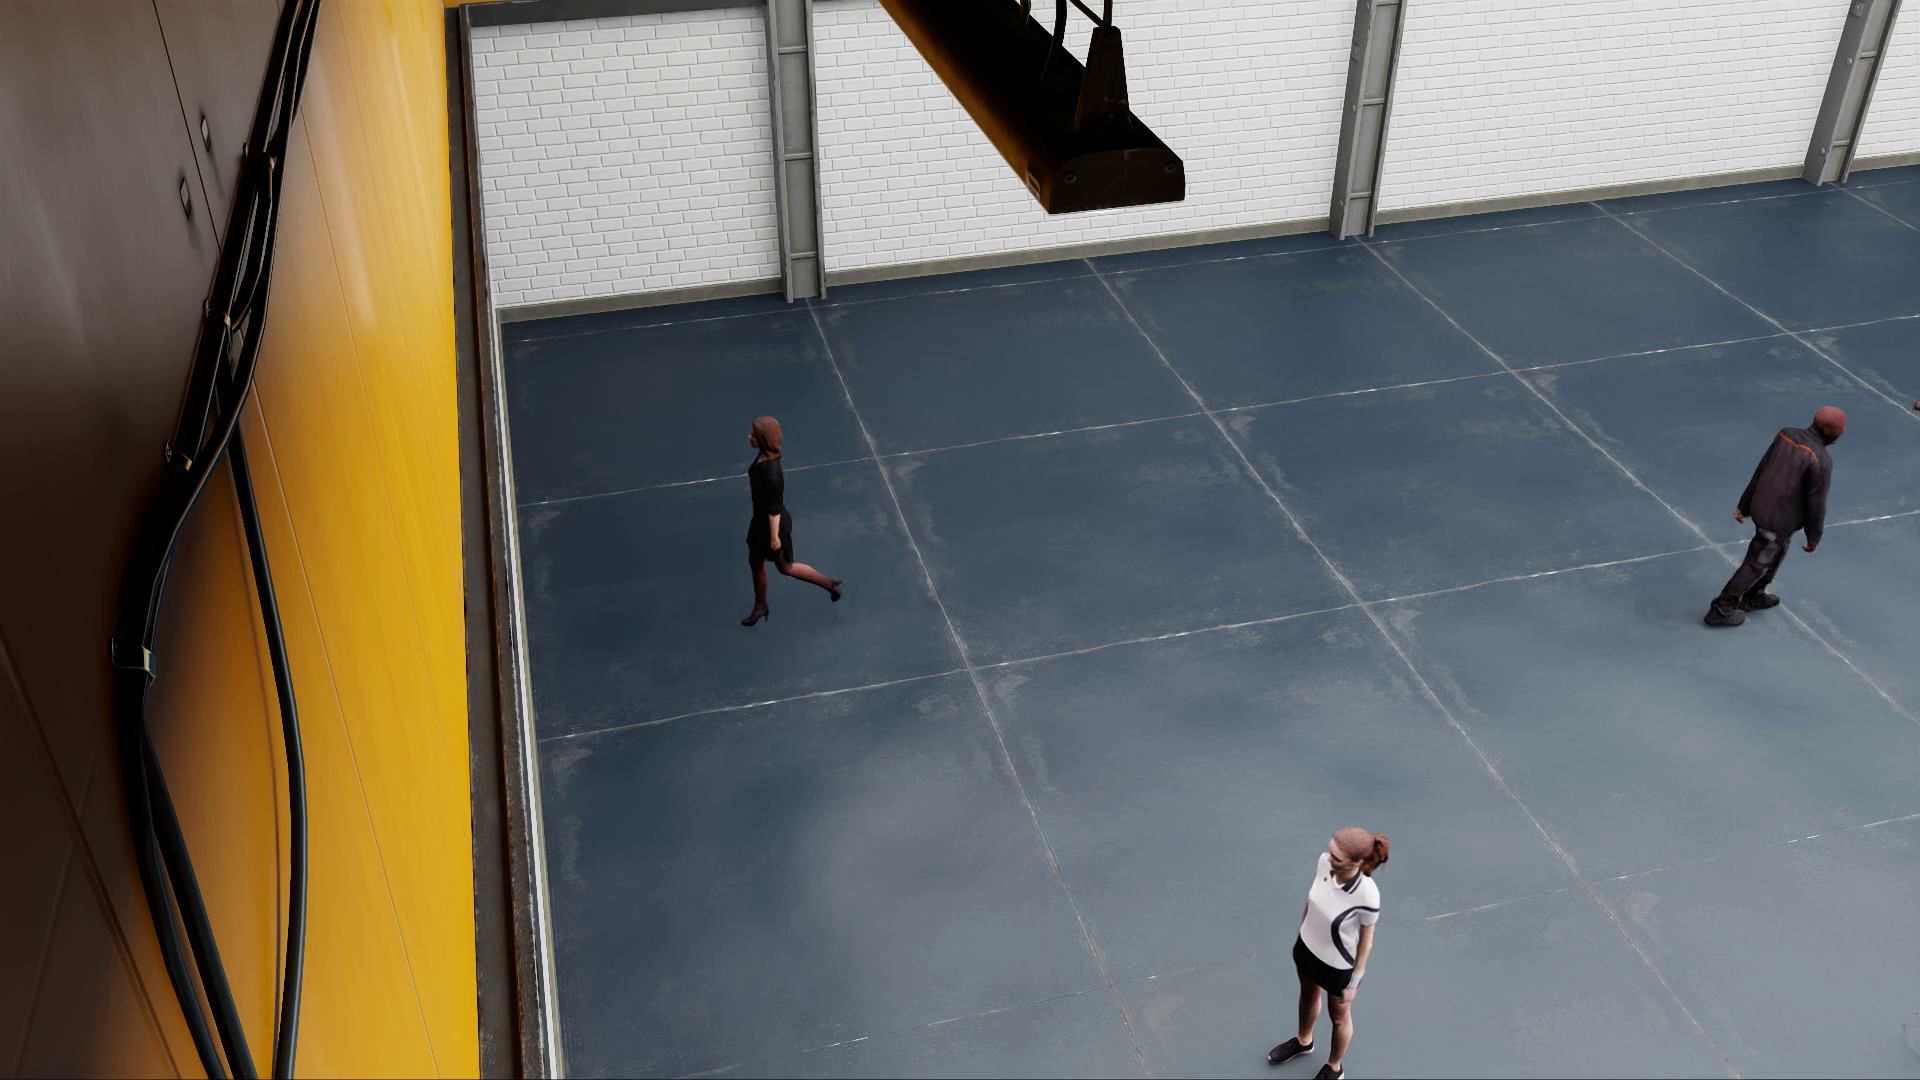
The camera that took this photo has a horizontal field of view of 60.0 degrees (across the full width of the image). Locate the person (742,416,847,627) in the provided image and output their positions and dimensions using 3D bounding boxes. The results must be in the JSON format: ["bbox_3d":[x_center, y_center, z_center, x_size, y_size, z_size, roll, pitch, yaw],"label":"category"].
[{"bbox_3d":[-1.228,-0.110,11.644,0.978,1.683,0.582,-8,34,-12],"label":"person"}]

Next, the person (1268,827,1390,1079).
[{"bbox_3d":[1.858,2.070,8.301,0.632,1.752,0.629,-20,38,-27],"label":"person"}]

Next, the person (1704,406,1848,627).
[{"bbox_3d":[5.618,-0.162,11.622,0.911,1.793,0.752,-10,35,-15],"label":"person"}]
